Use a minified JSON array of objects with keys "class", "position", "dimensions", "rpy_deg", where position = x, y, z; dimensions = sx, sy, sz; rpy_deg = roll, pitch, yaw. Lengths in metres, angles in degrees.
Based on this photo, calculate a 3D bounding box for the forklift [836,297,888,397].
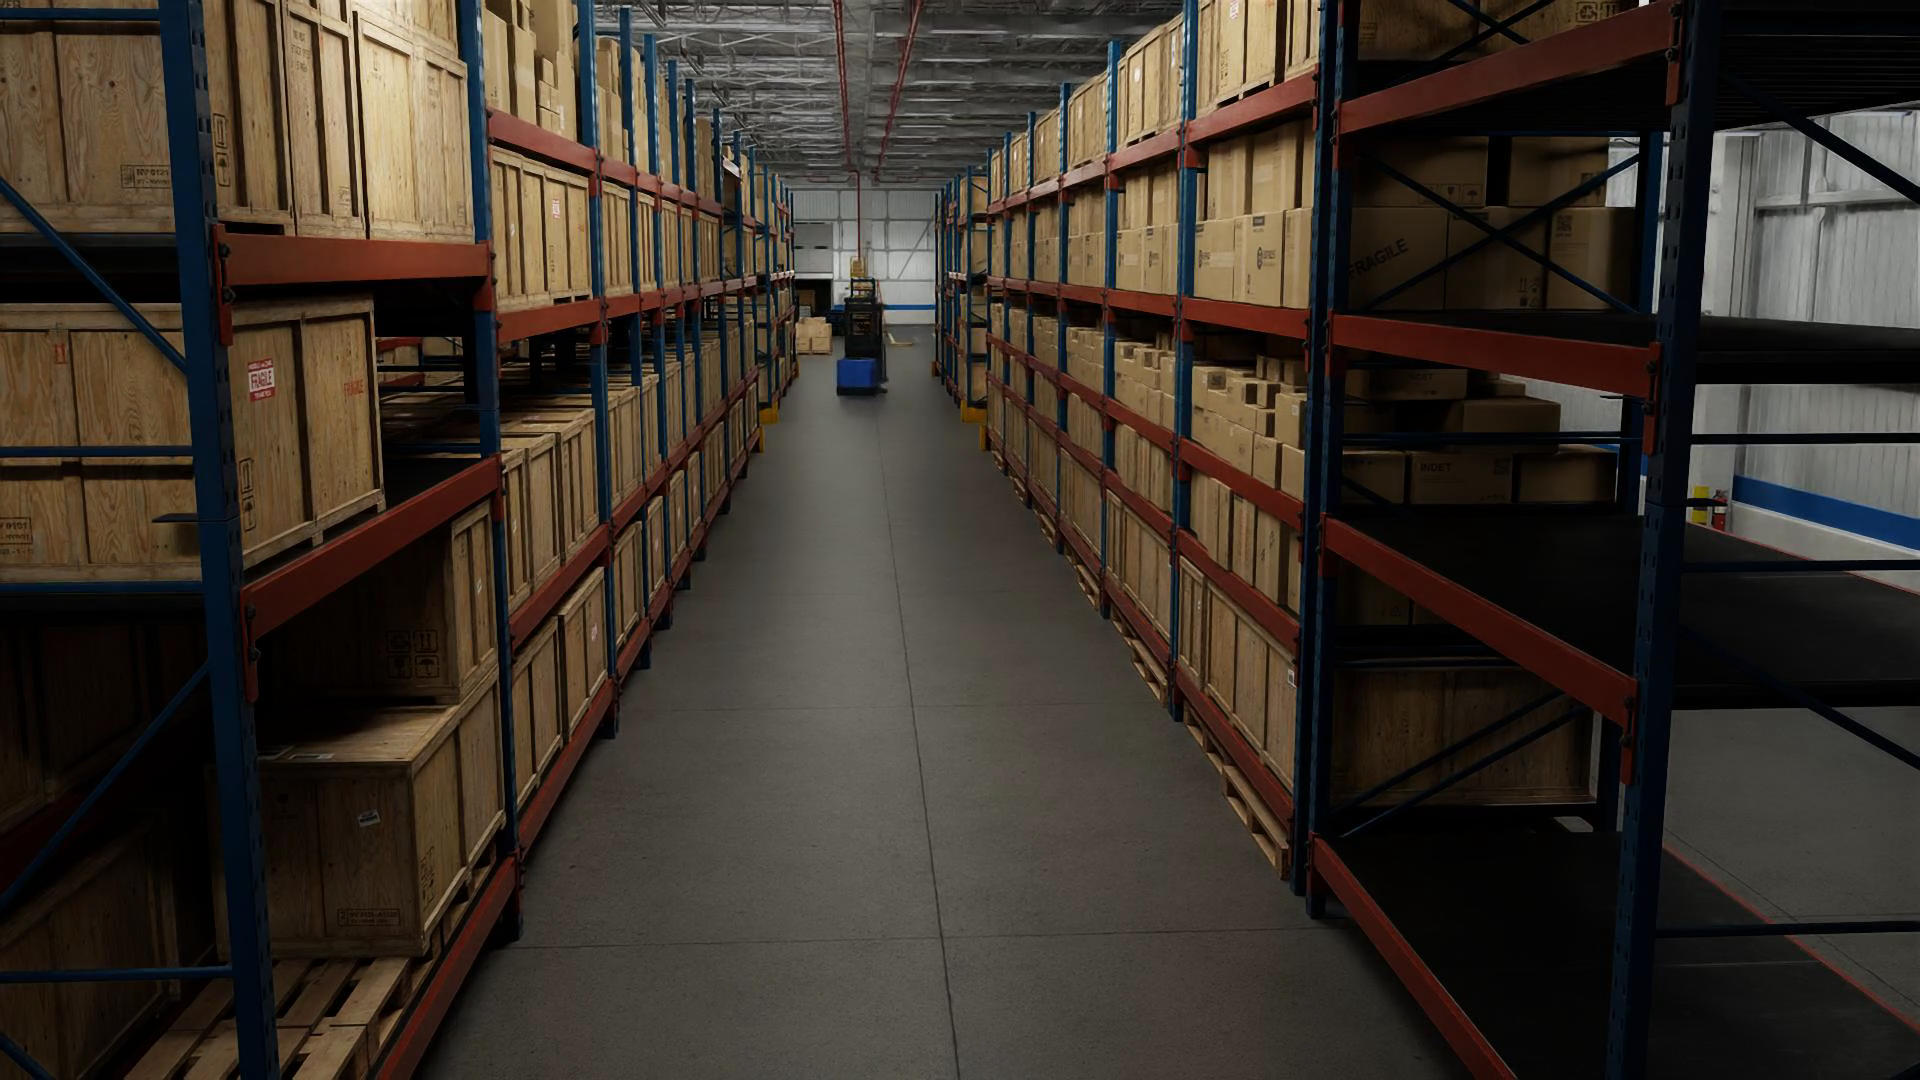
[{"class":"forklift","position":[-2.823,-5.546,47.594],"dimensions":[1.129,2.768,1.873],"rpy_deg":[2,10,11]}]

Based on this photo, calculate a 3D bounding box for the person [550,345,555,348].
[{"class":"person","position":[-10.561,-4.497,44.008],"dimensions":[0.631,1.983,1.066],"rpy_deg":[0,10,-2]}]

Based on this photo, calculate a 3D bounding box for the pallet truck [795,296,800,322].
[{"class":"pallet truck","position":[-8.622,-12.439,91.403],"dimensions":[1.885,1.965,0.823],"rpy_deg":[2,10,13]}]
